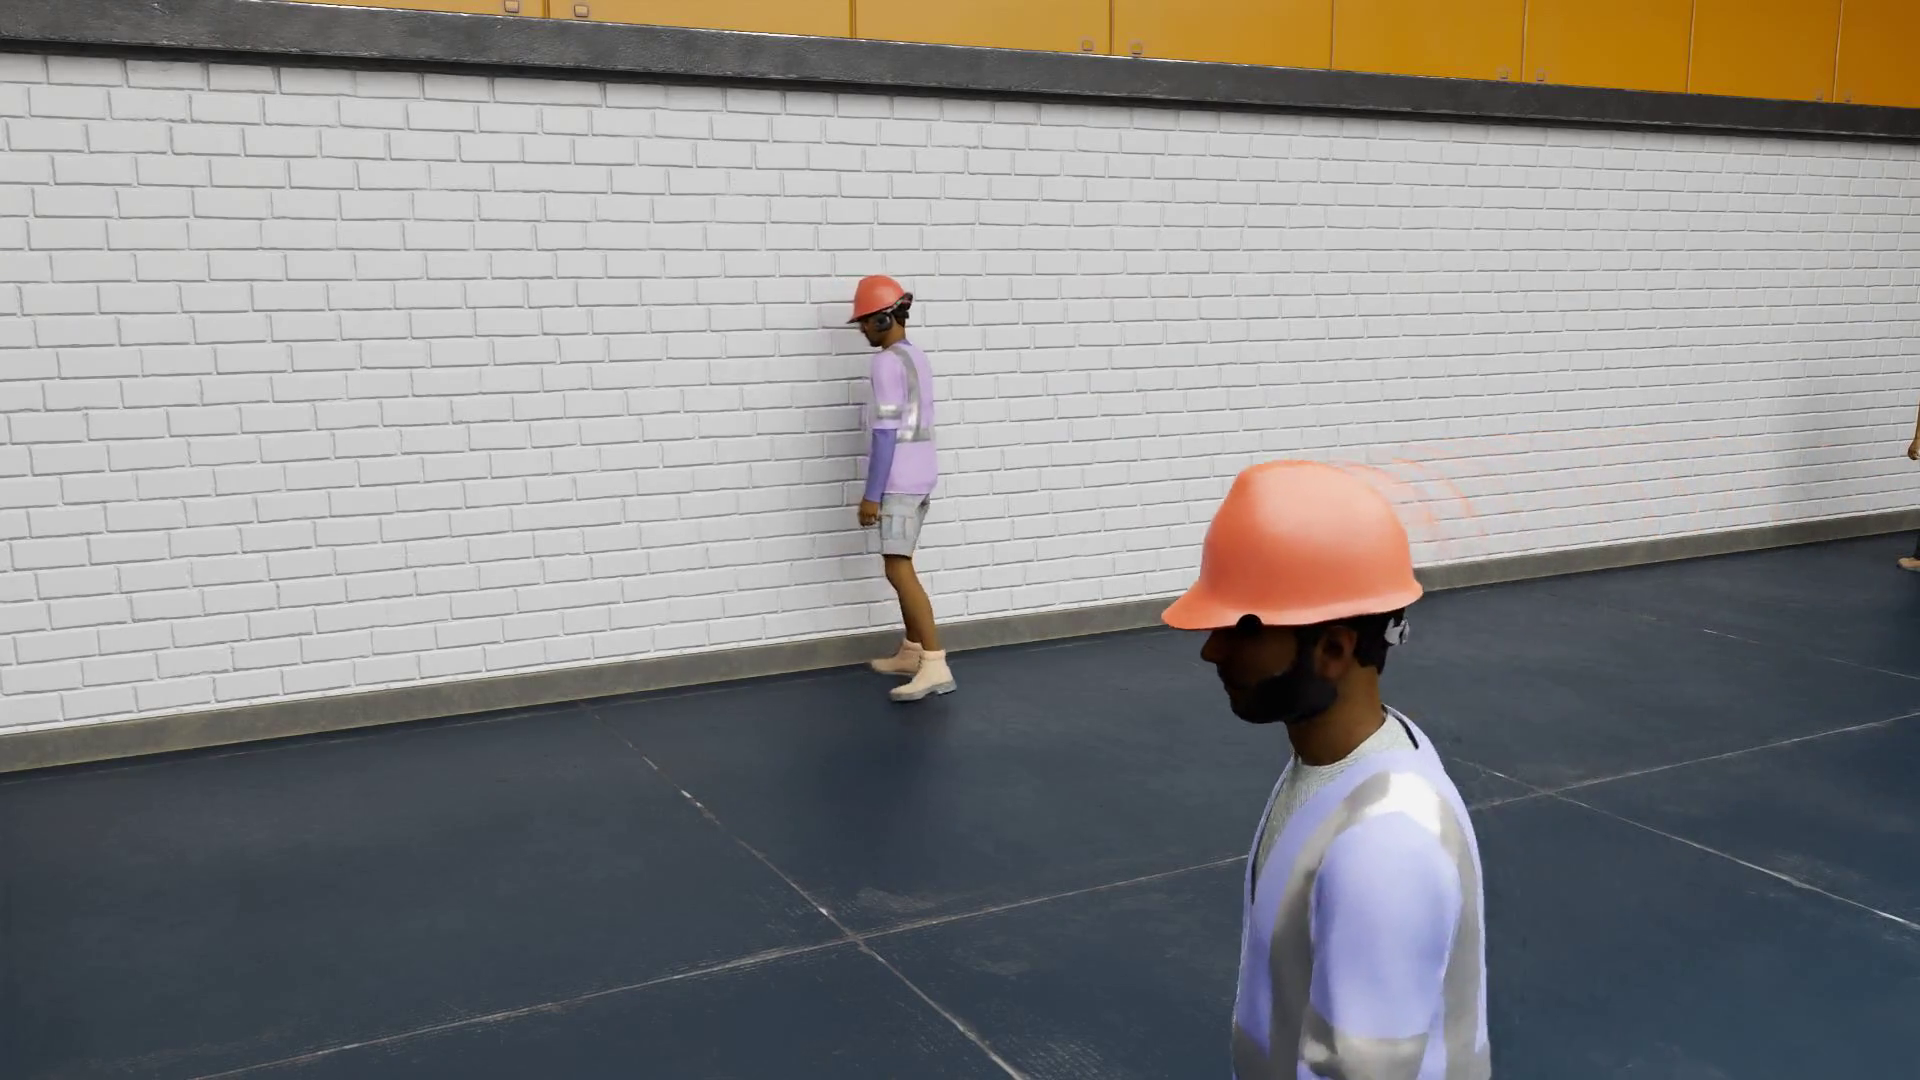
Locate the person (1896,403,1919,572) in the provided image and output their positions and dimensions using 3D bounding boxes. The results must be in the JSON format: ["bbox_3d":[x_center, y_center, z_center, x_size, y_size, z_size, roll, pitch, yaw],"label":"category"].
[{"bbox_3d":[6.527,-0.693,10.994,0.508,1.846,0.345,-2,10,-9],"label":"person"}]

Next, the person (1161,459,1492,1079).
[{"bbox_3d":[0.428,0.835,2.121,1.005,1.873,0.558,1,10,5],"label":"person"}]

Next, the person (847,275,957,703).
[{"bbox_3d":[-0.257,-0.249,7.982,0.620,2.011,0.849,2,10,11],"label":"person"}]
